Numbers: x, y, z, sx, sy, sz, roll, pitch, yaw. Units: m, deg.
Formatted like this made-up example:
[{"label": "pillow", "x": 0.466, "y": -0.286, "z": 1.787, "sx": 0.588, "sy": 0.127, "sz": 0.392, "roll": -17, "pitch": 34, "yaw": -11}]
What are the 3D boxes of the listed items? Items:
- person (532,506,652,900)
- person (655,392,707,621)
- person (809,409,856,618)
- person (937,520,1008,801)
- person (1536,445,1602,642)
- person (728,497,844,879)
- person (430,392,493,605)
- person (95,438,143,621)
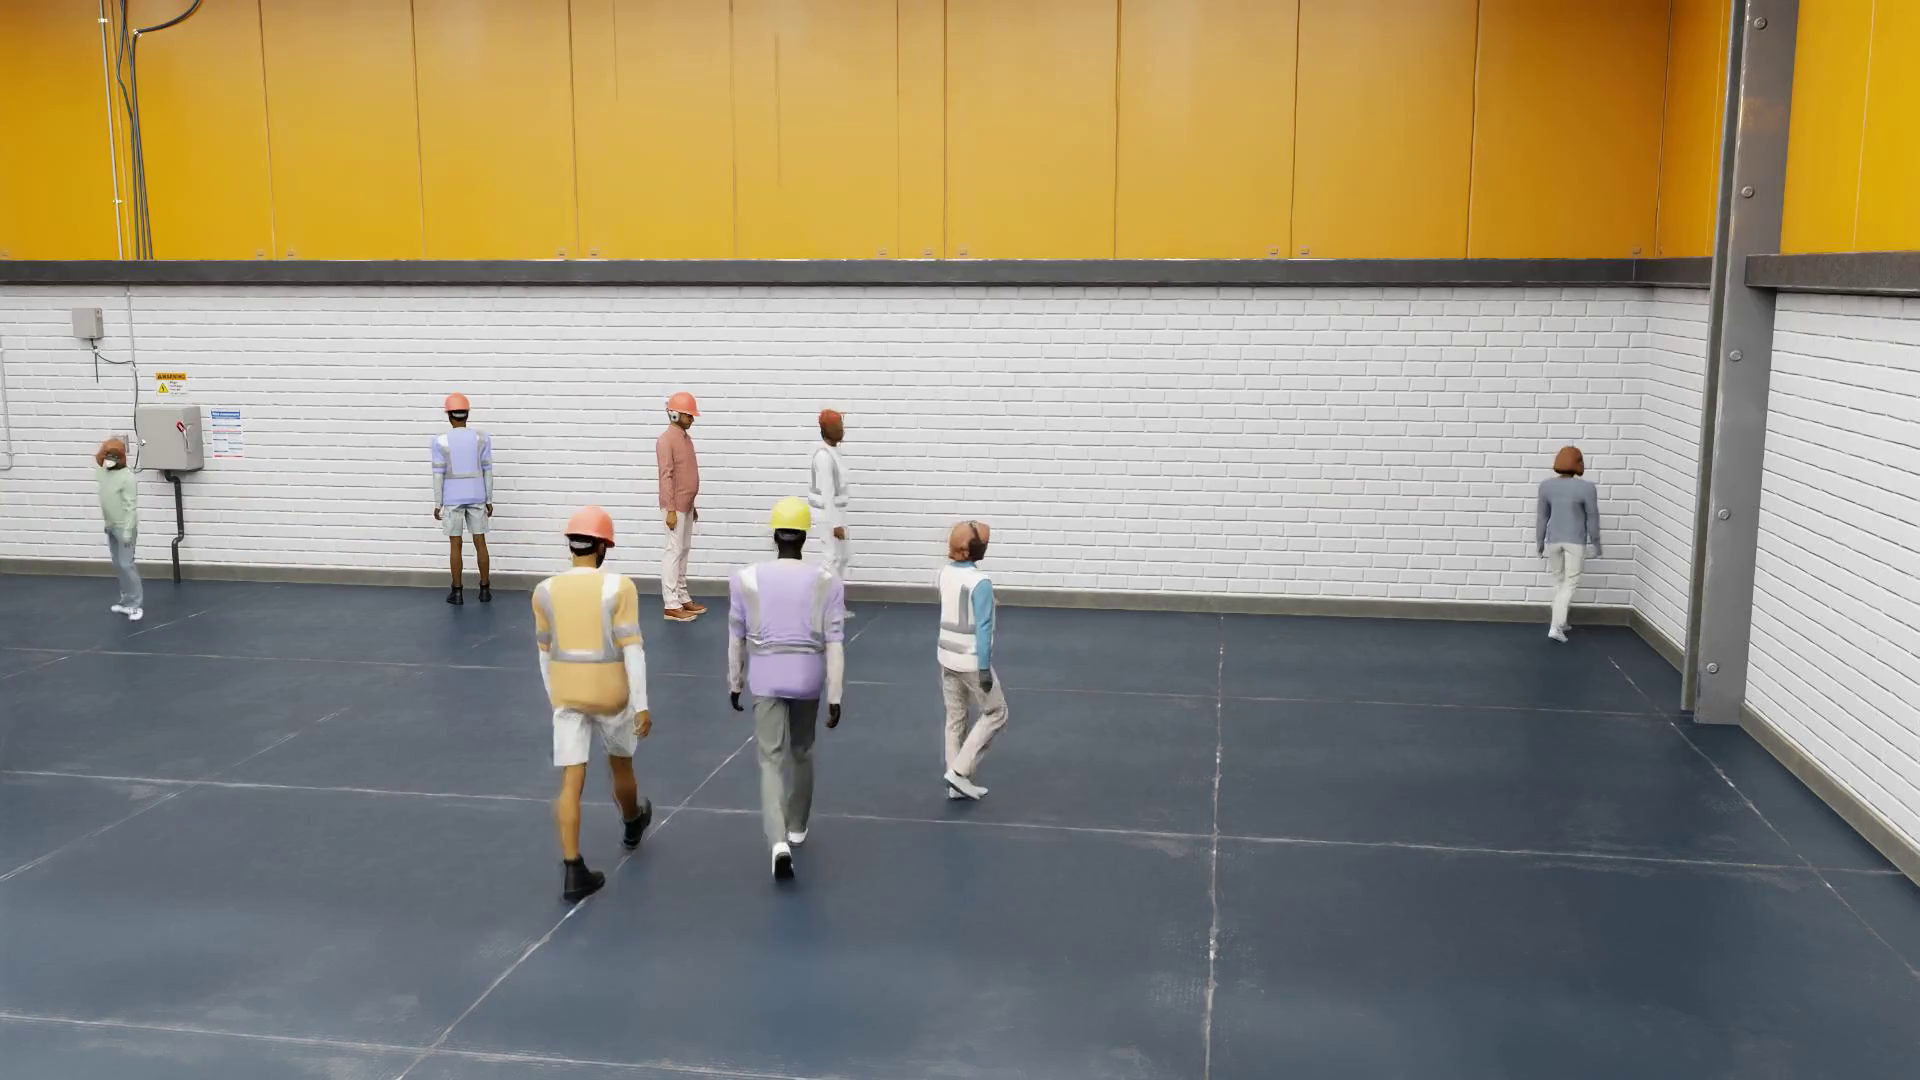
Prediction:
[{"label": "person", "x": -1.803, "y": 0.767, "z": 8.321, "sx": 0.608, "sy": 1.853, "sz": 1.043, "roll": 1, "pitch": 9, "yaw": 5}, {"label": "person", "x": -2.436, "y": -0.299, "z": 14.507, "sx": 0.388, "sy": 1.987, "sz": 0.608, "roll": 1, "pitch": 9, "yaw": 8}, {"label": "person", "x": -1.115, "y": -0.213, "z": 14.407, "sx": 0.377, "sy": 1.862, "sz": 0.674, "roll": 1, "pitch": 9, "yaw": 7}, {"label": "person", "x": 0.058, "y": 0.697, "z": 9.447, "sx": 0.372, "sy": 1.623, "sz": 0.543, "roll": -5, "pitch": 11, "yaw": -30}, {"label": "person", "x": 4.986, "y": 0.027, "z": 13.683, "sx": 0.572, "sy": 1.631, "sz": 0.506, "roll": -8, "pitch": 12, "yaw": -39}, {"label": "person", "x": -0.879, "y": 0.733, "z": 8.458, "sx": 0.595, "sy": 1.886, "sz": 0.929, "roll": -1, "pitch": 9, "yaw": -7}, {"label": "person", "x": -4.526, "y": -0.376, "z": 15.144, "sx": 0.542, "sy": 1.936, "sz": 0.364, "roll": -5, "pitch": 10, "yaw": -27}, {"label": "person", "x": -7.358, "y": -0.107, "z": 14.484, "sx": 0.655, "sy": 1.606, "sz": 0.349, "roll": 6, "pitch": 11, "yaw": 34}]
